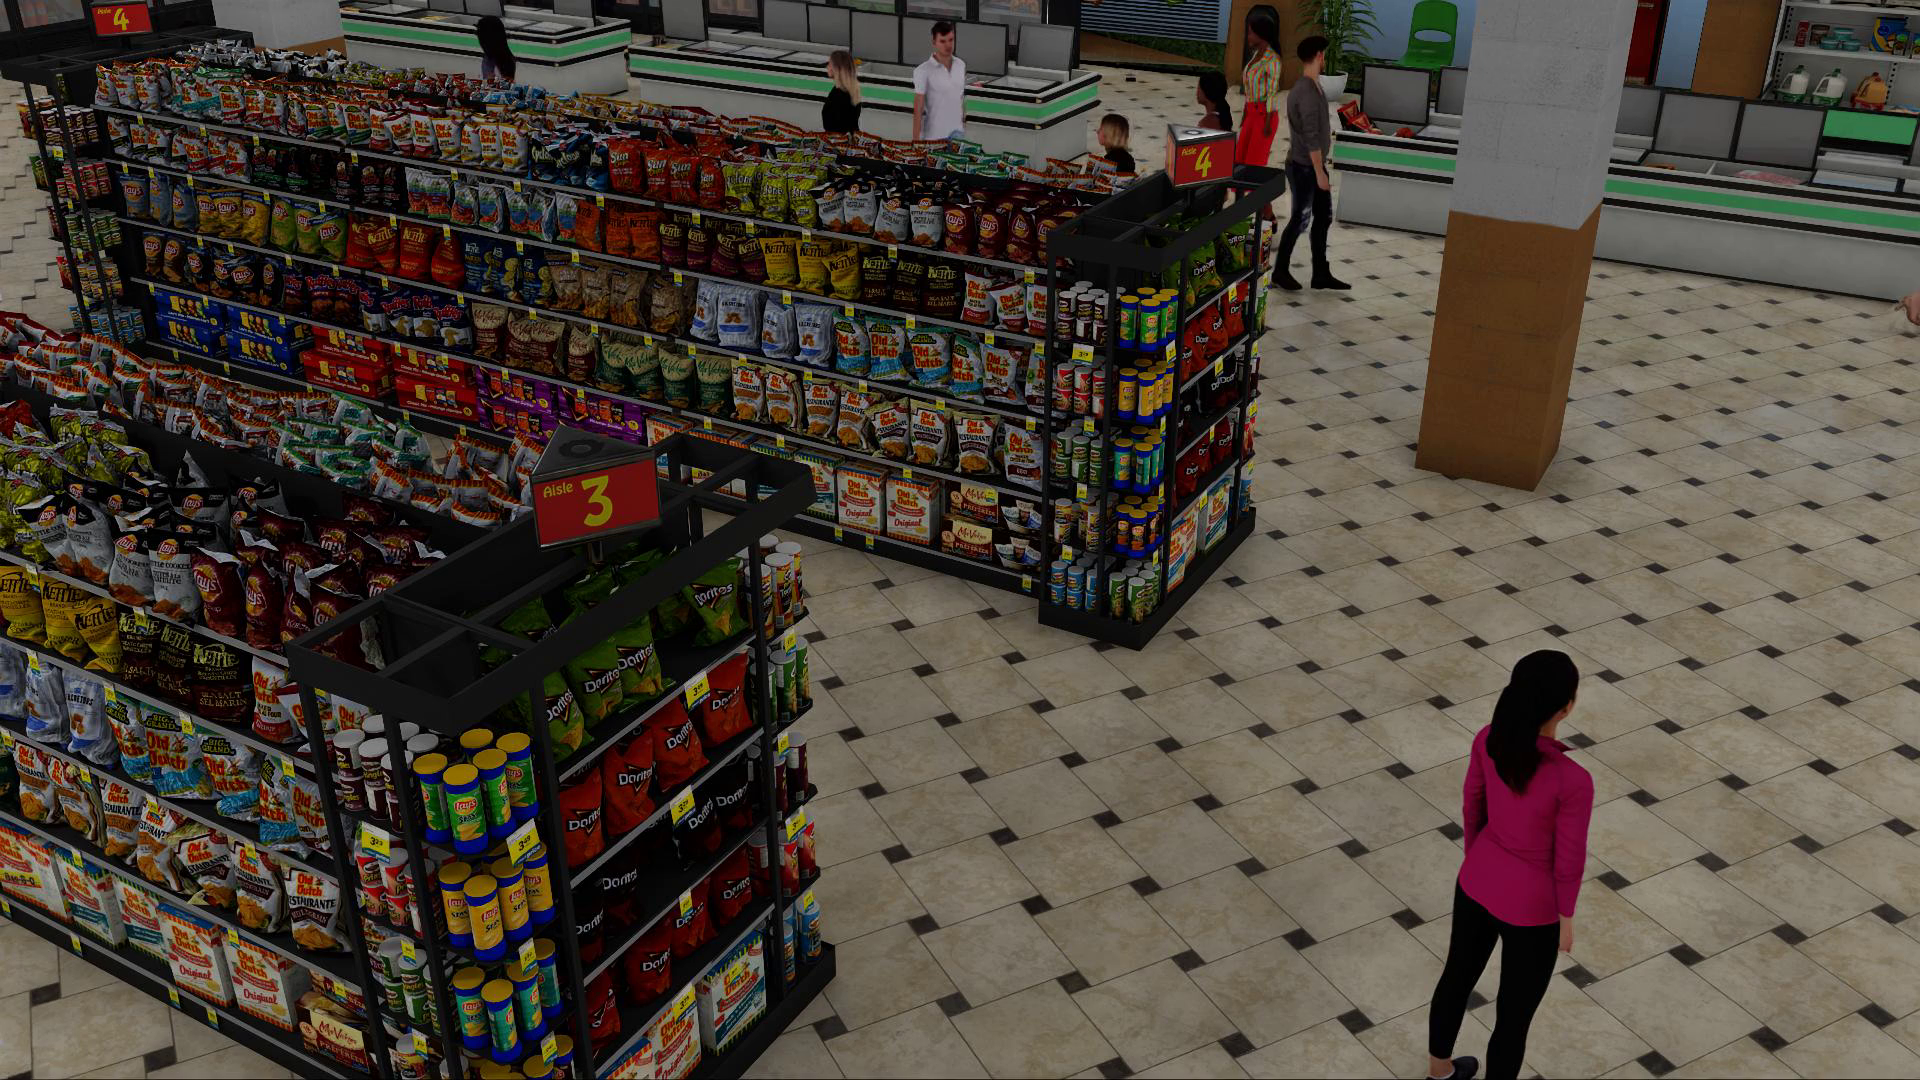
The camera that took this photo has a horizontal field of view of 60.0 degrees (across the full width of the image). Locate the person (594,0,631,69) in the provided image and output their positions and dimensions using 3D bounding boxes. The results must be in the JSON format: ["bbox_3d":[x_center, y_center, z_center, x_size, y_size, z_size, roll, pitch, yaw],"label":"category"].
[{"bbox_3d":[-4.204,-6.529,19.920,1.315,1.825,0.937,23,35,37],"label":"person"}]

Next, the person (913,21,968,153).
[{"bbox_3d":[-0.196,-3.252,13.464,0.973,1.821,1.206,-20,33,-34],"label":"person"}]

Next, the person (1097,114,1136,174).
[{"bbox_3d":[1.106,-2.006,11.191,0.759,1.654,0.636,11,29,20],"label":"person"}]

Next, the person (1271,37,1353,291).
[{"bbox_3d":[2.550,-2.792,12.513,0.837,1.860,0.790,17,32,30],"label":"person"}]

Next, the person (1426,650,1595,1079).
[{"bbox_3d":[1.657,1.087,5.040,0.727,1.699,0.629,-16,31,-29],"label":"person"}]

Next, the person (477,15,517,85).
[{"bbox_3d":[-3.889,-3.642,14.368,0.709,1.697,0.673,8,28,15],"label":"person"}]

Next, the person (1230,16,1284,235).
[{"bbox_3d":[2.507,-3.452,13.912,0.796,1.771,0.736,-10,29,-19],"label":"person"}]

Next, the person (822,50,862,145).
[{"bbox_3d":[-0.789,-2.966,13.107,1.218,1.634,0.827,7,28,14],"label":"person"}]
